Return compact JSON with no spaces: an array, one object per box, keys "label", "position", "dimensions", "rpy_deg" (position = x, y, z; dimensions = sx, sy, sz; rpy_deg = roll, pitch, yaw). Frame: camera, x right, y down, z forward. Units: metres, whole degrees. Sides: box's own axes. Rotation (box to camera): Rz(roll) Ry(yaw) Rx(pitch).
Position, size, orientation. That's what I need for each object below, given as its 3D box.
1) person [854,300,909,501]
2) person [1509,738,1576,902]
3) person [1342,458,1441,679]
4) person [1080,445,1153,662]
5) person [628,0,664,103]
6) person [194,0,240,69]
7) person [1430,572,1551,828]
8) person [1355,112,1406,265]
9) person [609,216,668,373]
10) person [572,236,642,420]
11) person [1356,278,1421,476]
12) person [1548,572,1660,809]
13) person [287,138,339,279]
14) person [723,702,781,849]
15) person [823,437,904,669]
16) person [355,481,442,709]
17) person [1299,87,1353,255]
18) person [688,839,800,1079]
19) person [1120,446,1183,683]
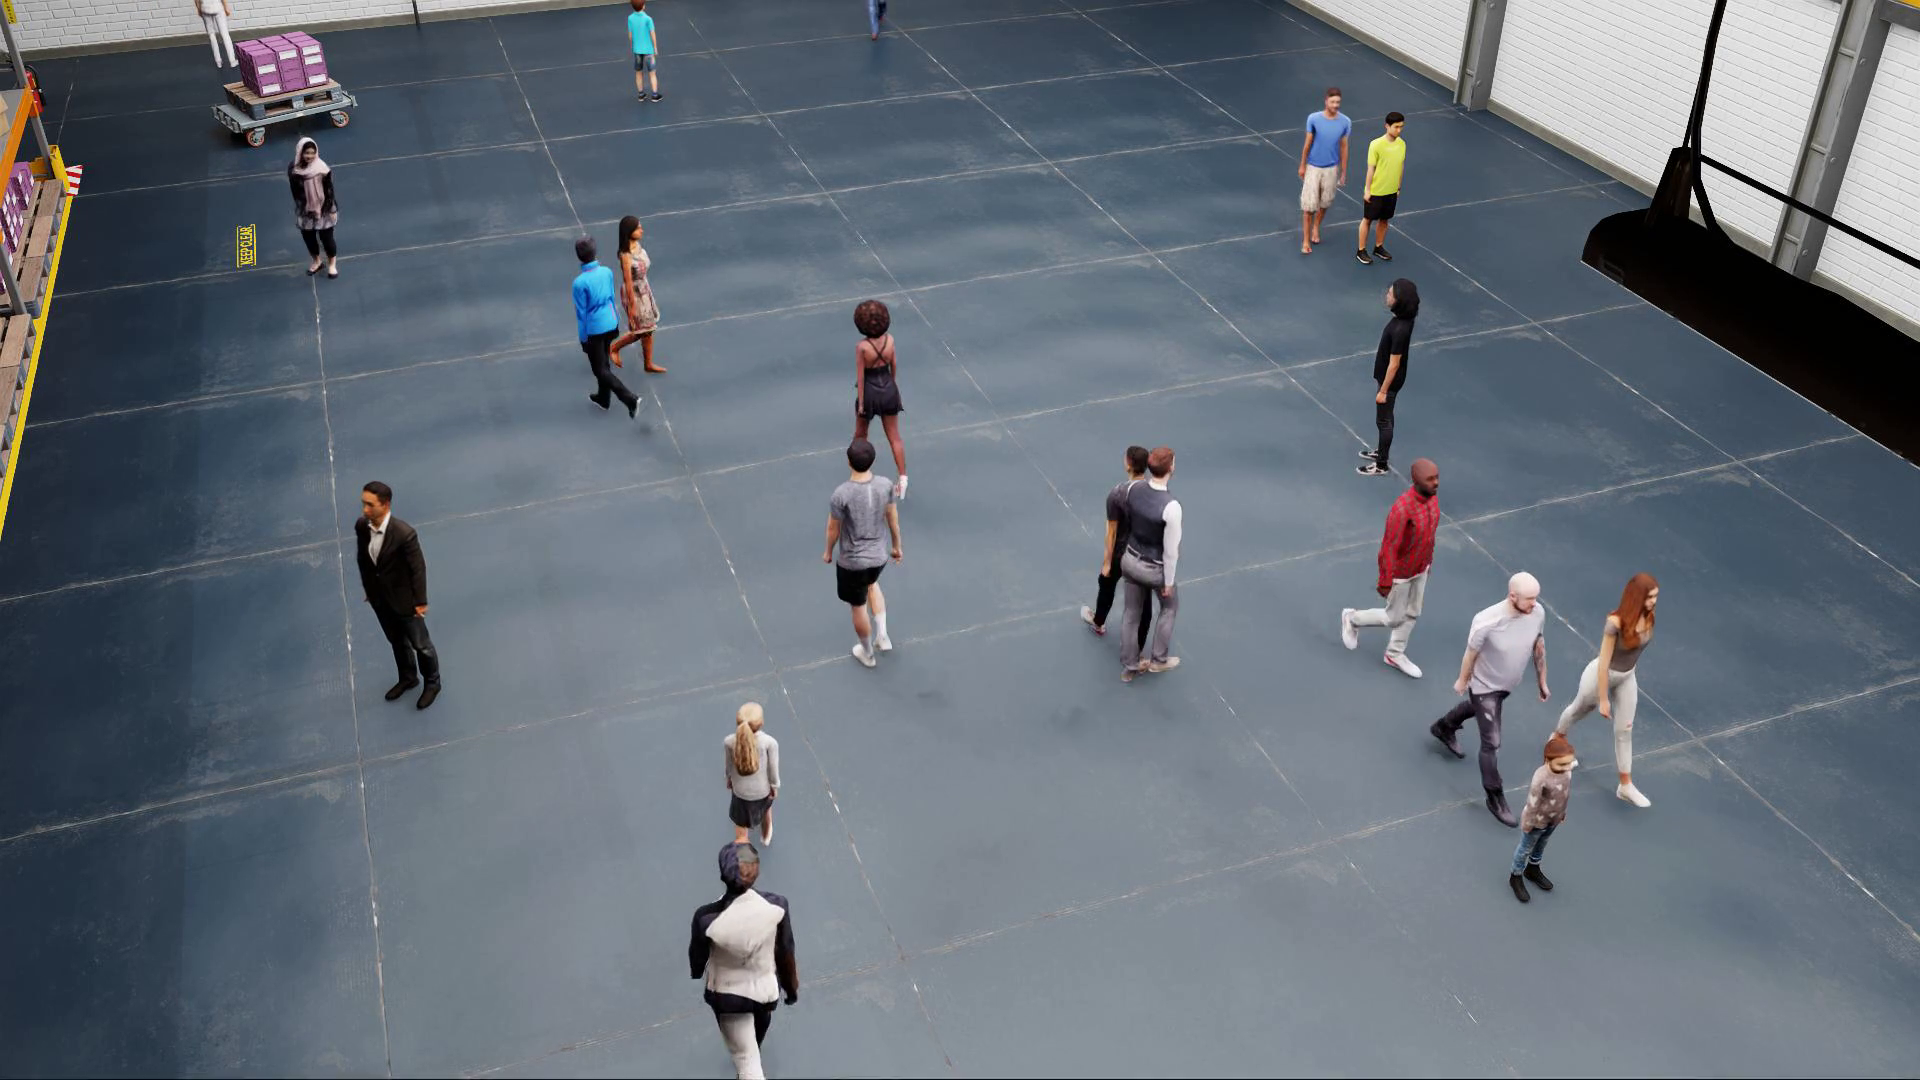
[{"label":"person","position":[-0.652,-1.144,14.122],"dimensions":[0.722,1.732,1.151],"rpy_deg":[-17,37,-24]},{"label":"person","position":[3.623,1.699,10.330],"dimensions":[0.511,1.195,0.492],"rpy_deg":[-16,37,-23]},{"label":"person","position":[3.173,0.153,12.105],"dimensions":[0.875,1.805,1.031],"rpy_deg":[-26,42,-34]},{"label":"person","position":[1.293,0.150,12.167],"dimensions":[0.699,1.741,0.938],"rpy_deg":[-14,36,-19]},{"label":"person","position":[-4.350,-6.756,22.821],"dimensions":[0.591,1.449,0.613],"rpy_deg":[6,34,9]},{"label":"person","position":[-10.807,-7.676,24.003],"dimensions":[0.649,1.672,0.626],"rpy_deg":[-3,34,-5]},{"label":"person","position":[3.472,0.895,11.001],"dimensions":[0.737,1.790,1.258],"rpy_deg":[-14,36,-20]},{"label":"person","position":[4.623,-3.883,18.265],"dimensions":[0.596,1.706,0.507],"rpy_deg":[-11,35,-16]},{"label":"person","position":[-3.190,-2.333,16.003],"dimensions":[0.892,1.631,0.871],"rpy_deg":[5,34,7]},{"label":"person","position":[-3.238,-1.892,15.209],"dimensions":[1.130,1.774,0.980],"rpy_deg":[22,40,30]},{"label":"person","position":[3.747,-1.429,14.456],"dimensions":[0.772,1.836,0.681],"rpy_deg":[10,35,15]},{"label":"person","position":[4.260,0.900,11.091],"dimensions":[0.596,1.684,1.087],"rpy_deg":[-12,35,-17]},{"label":"person","position":[-6.938,-3.571,17.901],"dimensions":[0.766,1.591,0.746],"rpy_deg":[7,34,11]},{"label":"person","position":[-1.321,1.572,10.463],"dimensions":[0.655,1.259,0.880],"rpy_deg":[-2,34,-2]},{"label":"person","position":[-0.645,0.159,12.049],"dimensions":[0.750,1.858,0.783],"rpy_deg":[-21,39,-28]},{"label":"person","position":[-3.987,0.367,11.782],"dimensions":[0.742,1.805,0.779],"rpy_deg":[12,35,17]},{"label":"person","position":[4.044,-4.203,18.623],"dimensions":[0.923,1.844,1.112],"rpy_deg":[2,34,4]},{"label":"person","position":[-1.099,2.417,8.667],"dimensions":[0.723,1.841,1.173],"rpy_deg":[-14,36,-20]},{"label":"person","position":[1.286,0.222,11.900],"dimensions":[0.856,1.917,0.789],"rpy_deg":[-29,43,-36]}]
